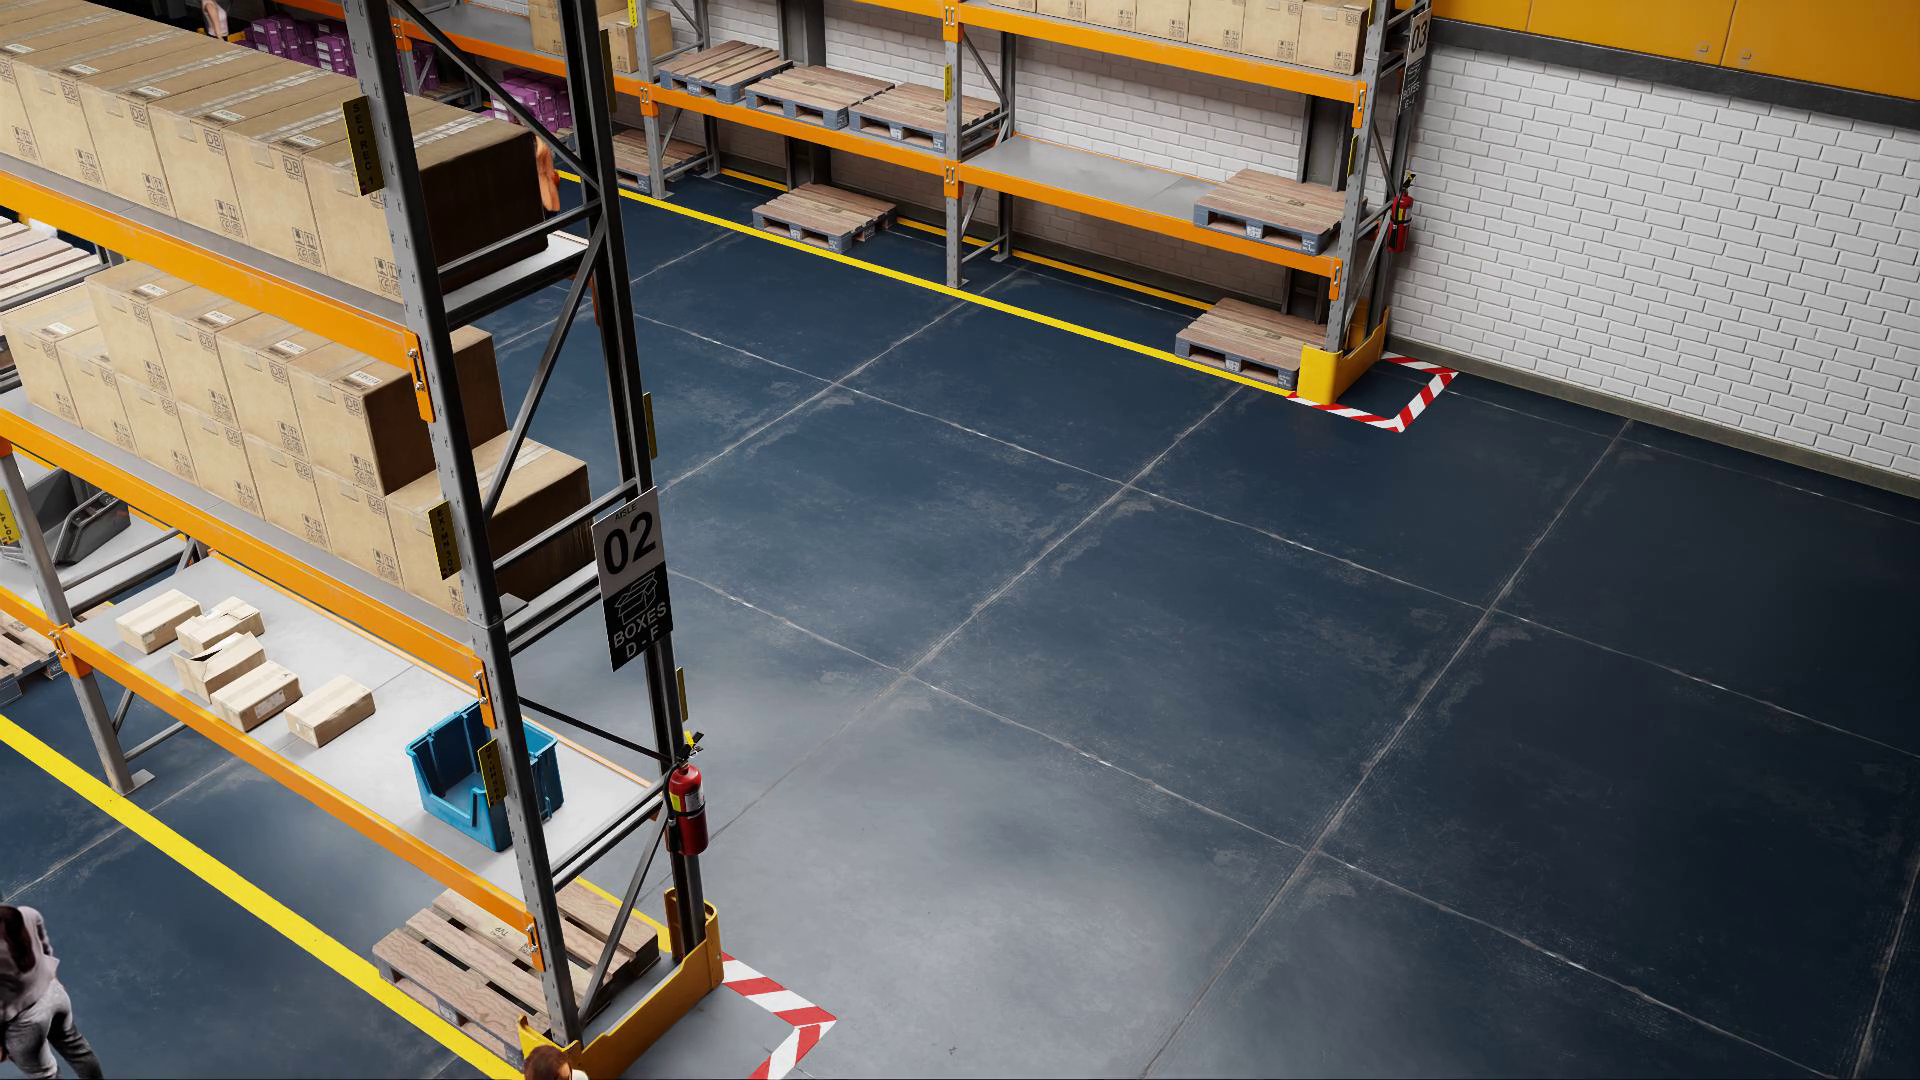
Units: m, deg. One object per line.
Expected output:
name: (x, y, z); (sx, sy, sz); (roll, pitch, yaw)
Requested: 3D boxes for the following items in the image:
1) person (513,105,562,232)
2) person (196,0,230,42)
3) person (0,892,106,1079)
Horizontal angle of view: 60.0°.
person: (-4.221, -3.468, 16.435); (1.022, 1.667, 1.285); (-17, 37, -24)
person: (-9.007, -5.988, 20.195); (0.738, 1.701, 0.631); (-15, 36, -21)
person: (-4.373, 2.240, 7.839); (0.718, 1.678, 0.708); (7, 34, 10)
